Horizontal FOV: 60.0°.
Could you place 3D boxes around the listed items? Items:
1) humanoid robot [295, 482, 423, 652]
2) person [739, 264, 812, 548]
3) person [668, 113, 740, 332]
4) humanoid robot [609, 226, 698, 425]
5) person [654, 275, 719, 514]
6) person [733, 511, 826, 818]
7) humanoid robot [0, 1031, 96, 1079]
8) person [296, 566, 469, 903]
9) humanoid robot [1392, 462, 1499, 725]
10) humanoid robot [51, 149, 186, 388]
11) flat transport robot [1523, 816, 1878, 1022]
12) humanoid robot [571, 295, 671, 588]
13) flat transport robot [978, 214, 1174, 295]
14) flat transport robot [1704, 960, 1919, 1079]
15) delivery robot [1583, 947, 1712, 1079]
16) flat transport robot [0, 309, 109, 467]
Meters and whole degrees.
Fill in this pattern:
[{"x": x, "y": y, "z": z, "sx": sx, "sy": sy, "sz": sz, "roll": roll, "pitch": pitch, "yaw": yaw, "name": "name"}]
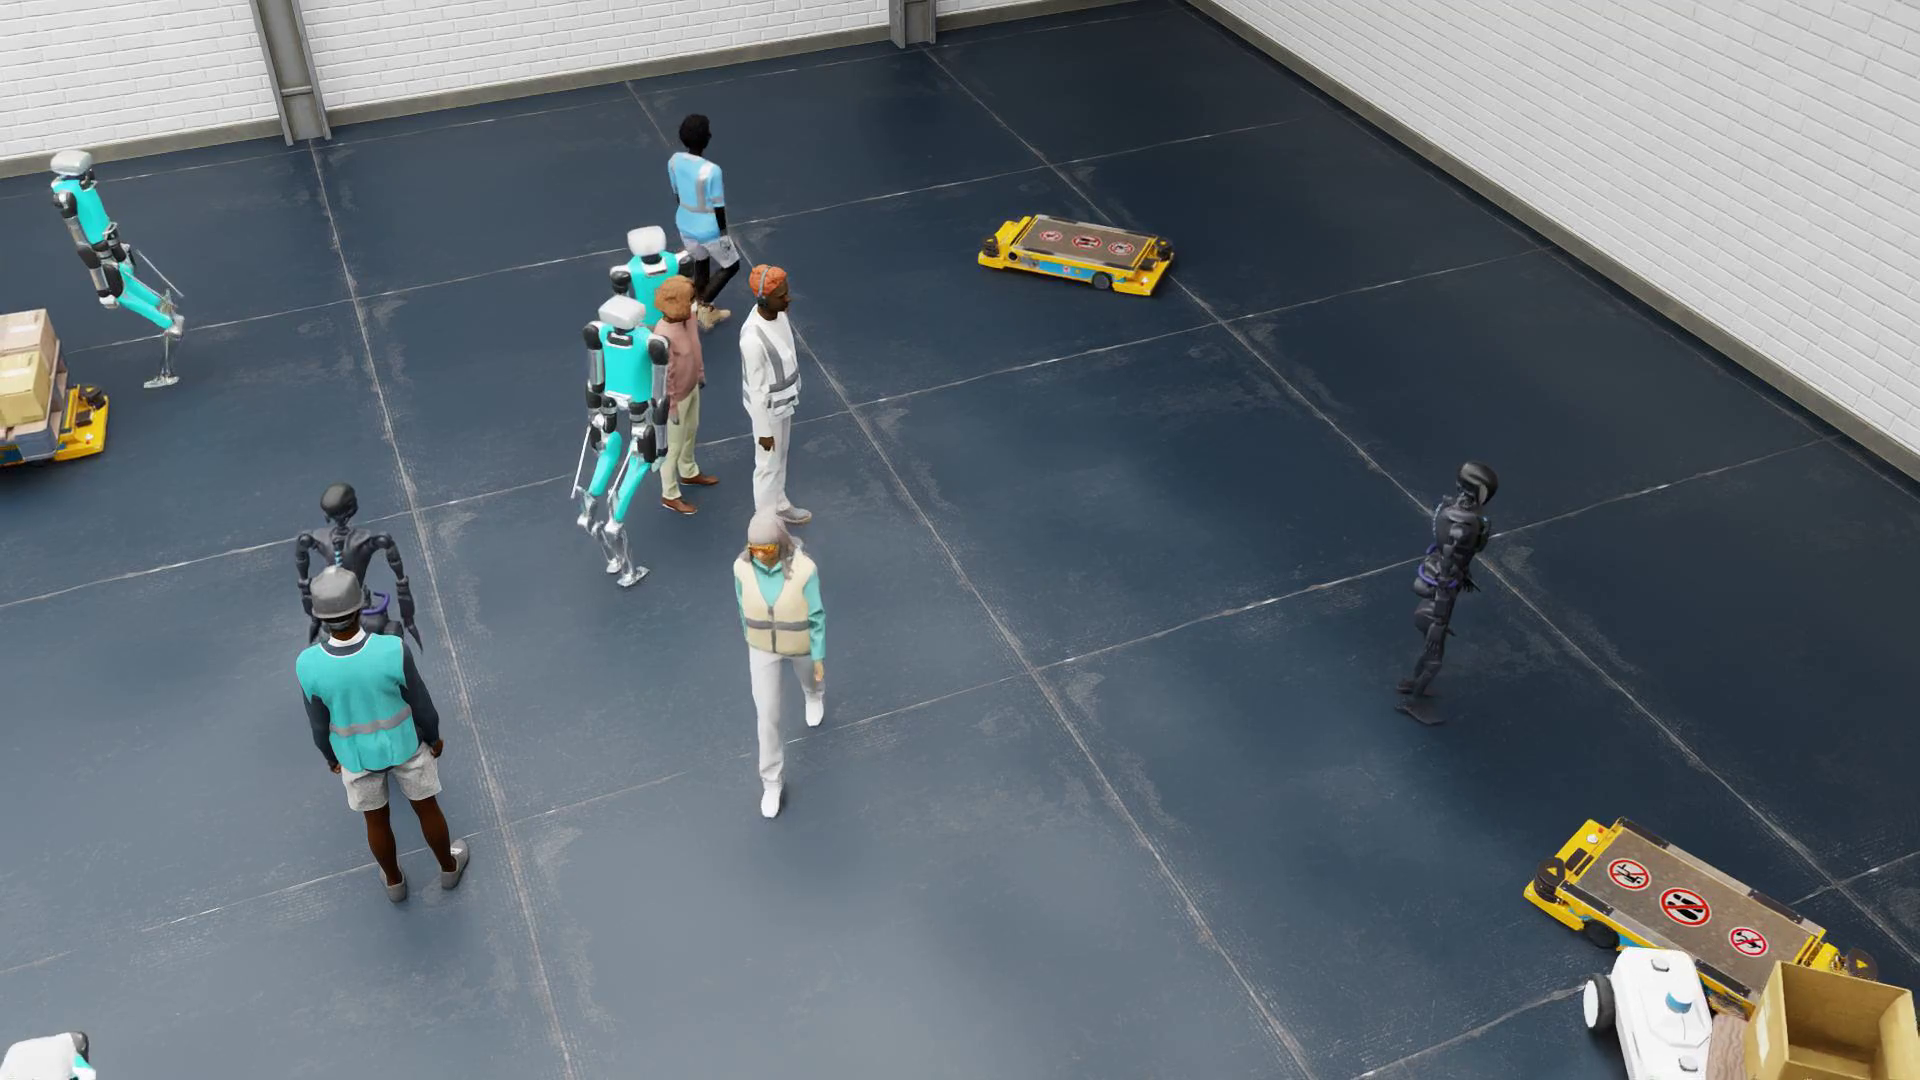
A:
[{"x": -3.099, "y": 0.471, "z": 8.513, "sx": 0.593, "sy": 1.641, "sz": 0.540, "roll": -2, "pitch": 38, "yaw": -3, "name": "humanoid robot"}, {"x": -1.119, "y": -0.802, "z": 9.993, "sx": 0.340, "sy": 1.882, "sz": 0.579, "roll": 6, "pitch": 38, "yaw": 7, "name": "person"}, {"x": -1.869, "y": -2.270, "z": 12.055, "sx": 0.550, "sy": 1.683, "sz": 0.413, "roll": 29, "pitch": 46, "yaw": 32, "name": "person"}, {"x": -2.008, "y": -1.335, "z": 10.801, "sx": 0.547, "sy": 1.749, "sz": 0.844, "roll": -16, "pitch": 40, "yaw": -20, "name": "humanoid robot"}, {"x": -1.730, "y": -0.925, "z": 10.369, "sx": 0.313, "sy": 1.624, "sz": 0.510, "roll": 11, "pitch": 39, "yaw": 14, "name": "person"}, {"x": -0.887, "y": 0.498, "z": 8.483, "sx": 0.450, "sy": 1.658, "sz": 0.926, "roll": 1, "pitch": 38, "yaw": 1, "name": "person"}, {"x": -3.262, "y": 2.458, "z": 5.927, "sx": 0.755, "sy": 1.851, "sz": 0.555, "roll": -11, "pitch": 39, "yaw": -14, "name": "humanoid robot"}, {"x": -2.673, "y": 0.942, "z": 7.682, "sx": 0.548, "sy": 1.934, "sz": 0.424, "roll": -10, "pitch": 39, "yaw": -12, "name": "person"}, {"x": 2.563, "y": 0.269, "z": 8.766, "sx": 0.327, "sy": 1.650, "sz": 0.584, "roll": 17, "pitch": 41, "yaw": 21, "name": "humanoid robot"}, {"x": -5.665, "y": -1.822, "z": 11.463, "sx": 0.657, "sy": 1.832, "sz": 0.541, "roll": -5, "pitch": 38, "yaw": -7, "name": "humanoid robot"}, {"x": 3.485, "y": 1.848, "z": 7.868, "sx": 1.431, "sy": 0.231, "sz": 0.659, "roll": 31, "pitch": 47, "yaw": 34, "name": "flat transport robot"}, {"x": -2.019, "y": -0.487, "z": 9.698, "sx": 0.547, "sy": 1.750, "sz": 0.840, "roll": 12, "pitch": 39, "yaw": 15, "name": "humanoid robot"}, {"x": 0.928, "y": -2.287, "z": 13.251, "sx": 1.431, "sy": 0.231, "sz": 0.659, "roll": 14, "pitch": 40, "yaw": 17, "name": "flat transport robot"}, {"x": 3.409, "y": 2.733, "z": 6.717, "sx": 1.431, "sy": 0.231, "sz": 0.659, "roll": 16, "pitch": 40, "yaw": 20, "name": "flat transport robot"}, {"x": 3.064, "y": 2.150, "z": 7.248, "sx": 0.499, "sy": 0.603, "sz": 0.803, "roll": 4, "pitch": 38, "yaw": 5, "name": "delivery robot"}, {"x": -6.530, "y": -0.696, "z": 11.179, "sx": 1.431, "sy": 0.231, "sz": 0.659, "roll": -12, "pitch": 39, "yaw": -15, "name": "flat transport robot"}]
